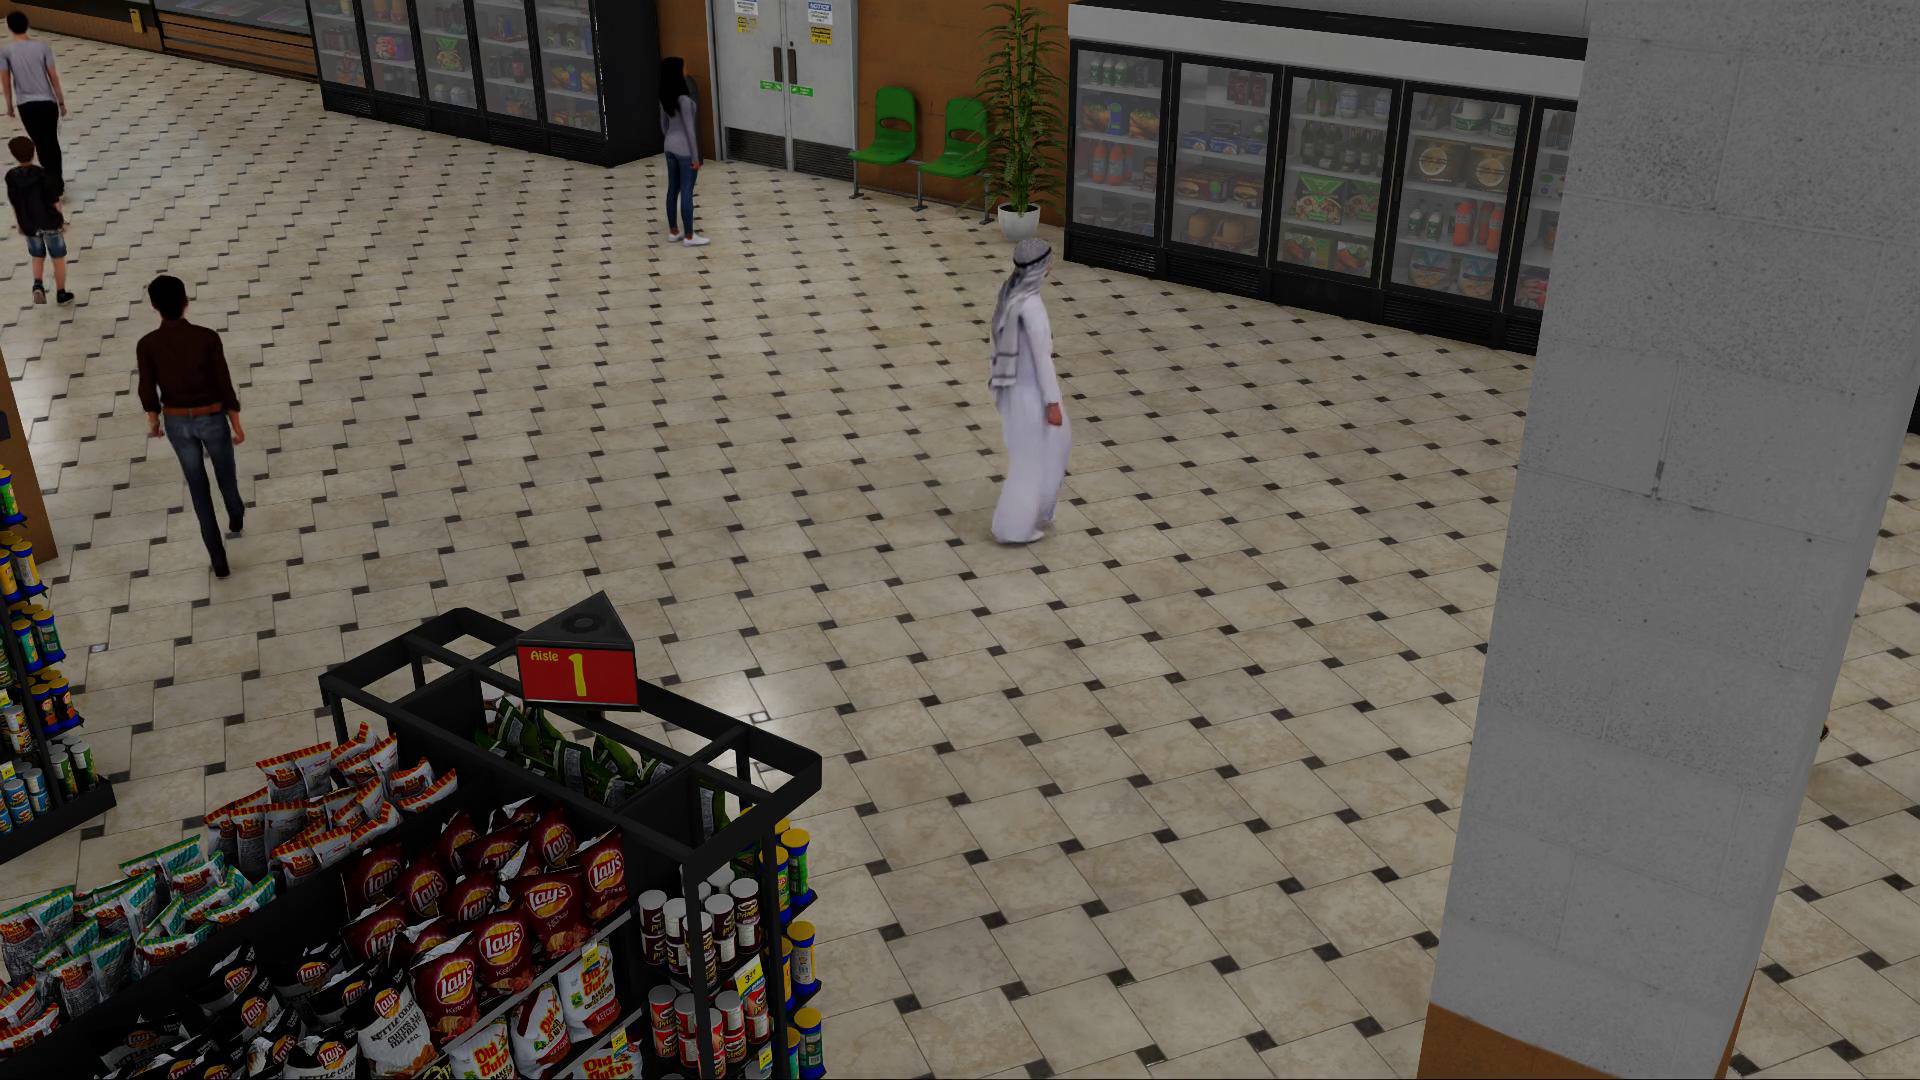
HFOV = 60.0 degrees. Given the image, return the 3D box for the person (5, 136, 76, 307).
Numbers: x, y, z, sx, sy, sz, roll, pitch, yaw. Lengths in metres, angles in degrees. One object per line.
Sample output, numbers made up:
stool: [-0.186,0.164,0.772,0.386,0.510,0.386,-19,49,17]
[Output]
person: [-7.729,-2.639,13.936,0.725,1.438,0.790,-3,27,-6]

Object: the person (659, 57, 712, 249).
person: [-2.628,-3.626,15.554,0.590,1.735,0.652,-23,35,-38]

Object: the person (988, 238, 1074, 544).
person: [0.304,-0.841,9.869,0.962,1.910,0.901,-5,27,-10]

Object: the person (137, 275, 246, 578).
person: [-4.406,-0.614,9.607,1.103,1.743,1.076,-10,29,-19]

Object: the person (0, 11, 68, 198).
person: [-9.416,-4.403,16.976,1.187,1.835,1.003,-18,32,-31]
